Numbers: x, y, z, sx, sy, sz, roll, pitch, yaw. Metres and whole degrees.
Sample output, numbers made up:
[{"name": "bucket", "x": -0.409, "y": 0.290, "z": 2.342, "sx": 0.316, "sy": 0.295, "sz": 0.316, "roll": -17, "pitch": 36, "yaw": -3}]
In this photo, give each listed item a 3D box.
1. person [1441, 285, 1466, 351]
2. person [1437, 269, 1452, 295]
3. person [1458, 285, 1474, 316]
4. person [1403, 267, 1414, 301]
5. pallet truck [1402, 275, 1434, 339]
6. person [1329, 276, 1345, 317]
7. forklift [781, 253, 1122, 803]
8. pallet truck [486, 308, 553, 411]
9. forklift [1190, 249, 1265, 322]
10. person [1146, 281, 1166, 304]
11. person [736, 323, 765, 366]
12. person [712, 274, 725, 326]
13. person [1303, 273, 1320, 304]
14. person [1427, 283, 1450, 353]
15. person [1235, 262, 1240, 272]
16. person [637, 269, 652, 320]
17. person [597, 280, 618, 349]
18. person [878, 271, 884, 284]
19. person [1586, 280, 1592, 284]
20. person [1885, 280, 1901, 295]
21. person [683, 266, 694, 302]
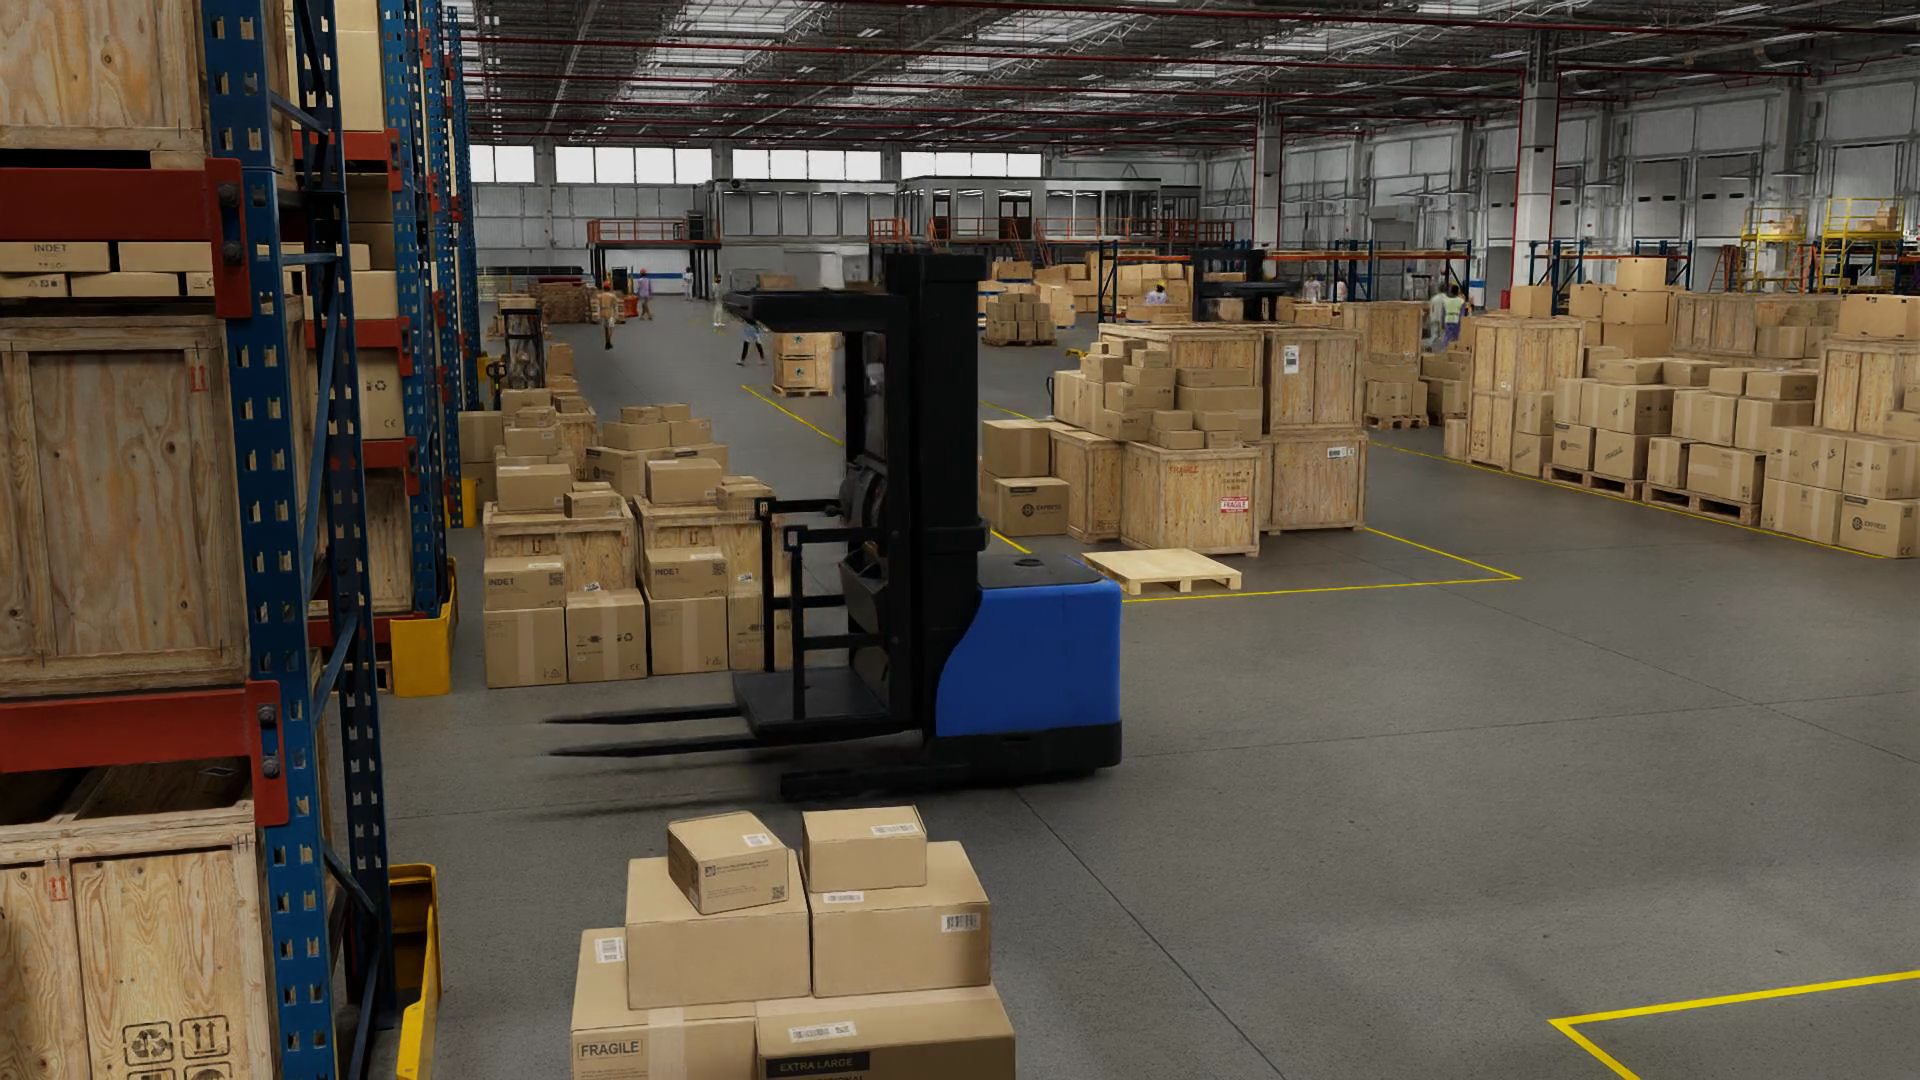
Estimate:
[{"name": "person", "x": 12.451, "y": -5.481, "z": 41.987, "sx": 0.595, "sy": 1.903, "sz": 0.453, "roll": 6, "pitch": 12, "yaw": 31}, {"name": "person", "x": 21.577, "y": -11.126, "z": 74.057, "sx": 0.595, "sy": 1.867, "sz": 0.993, "roll": -2, "pitch": 10, "yaw": -13}, {"name": "person", "x": 15.783, "y": -7.138, "z": 51.969, "sx": 0.545, "sy": 1.678, "sz": 0.402, "roll": 5, "pitch": 11, "yaw": 24}, {"name": "person", "x": 21.083, "y": -11.874, "z": 78.217, "sx": 0.600, "sy": 1.897, "sz": 1.019, "roll": -1, "pitch": 10, "yaw": -5}, {"name": "pallet truck", "x": 14.620, "y": -7.324, "z": 52.145, "sx": 0.823, "sy": 1.965, "sz": 1.885, "roll": 8, "pitch": 13, "yaw": 40}, {"name": "person", "x": 13.774, "y": -8.780, "z": 60.936, "sx": 0.618, "sy": 1.796, "sz": 0.963, "roll": -1, "pitch": 10, "yaw": -7}, {"name": "forklift", "x": -0.136, "y": -0.148, "z": 9.011, "sx": 1.873, "sy": 2.768, "sz": 1.129, "roll": -3, "pitch": 10, "yaw": -15}, {"name": "pallet truck", "x": -6.242, "y": -2.418, "z": 24.362, "sx": 0.823, "sy": 1.965, "sz": 1.885, "roll": 1, "pitch": 10, "yaw": 3}, {"name": "forklift", "x": 3.471, "y": -2.414, "z": 21.844, "sx": 1.129, "sy": 2.768, "sz": 1.873, "roll": -3, "pitch": 10, "yaw": -15}, {"name": "person", "x": 5.649, "y": -6.585, "z": 48.301, "sx": 0.703, "sy": 1.878, "sz": 0.492, "roll": -4, "pitch": 11, "yaw": -19}, {"name": "person", "x": -5.003, "y": -4.991, "z": 39.908, "sx": 0.549, "sy": 1.646, "sz": 0.865, "roll": 8, "pitch": 13, "yaw": 38}, {"name": "person", "x": -8.742, "y": -8.675, "z": 60.204, "sx": 0.328, "sy": 1.861, "sz": 0.501, "roll": 7, "pitch": 12, "yaw": 36}, {"name": "person", "x": 12.959, "y": -8.870, "z": 61.192, "sx": 0.670, "sy": 1.909, "sz": 0.823, "roll": 7, "pitch": 12, "yaw": 35}, {"name": "person", "x": 12.392, "y": -5.655, "z": 42.899, "sx": 0.499, "sy": 1.923, "sz": 0.638, "roll": -7, "pitch": 12, "yaw": -35}, {"name": "person", "x": 16.181, "y": -15.235, "z": 97.067, "sx": 0.619, "sy": 1.962, "sz": 0.618, "roll": 0, "pitch": 10, "yaw": 0}, {"name": "person", "x": -12.200, "y": -9.501, "z": 64.432, "sx": 0.853, "sy": 2.018, "sz": 0.620, "roll": 9, "pitch": 14, "yaw": 43}, {"name": "person", "x": -9.865, "y": -6.294, "z": 46.529, "sx": 0.560, "sy": 1.922, "sz": 0.723, "roll": 0, "pitch": 10, "yaw": 1}, {"name": "person", "x": -2.766, "y": -8.659, "z": 59.699, "sx": 0.370, "sy": 1.996, "sz": 0.622, "roll": 7, "pitch": 12, "yaw": 35}, {"name": "person", "x": 19.075, "y": -6.981, "z": 50.653, "sx": 0.507, "sy": 1.840, "sz": 0.344, "roll": -4, "pitch": 11, "yaw": -23}, {"name": "person", "x": 26.666, "y": -6.479, "z": 47.528, "sx": 0.542, "sy": 1.939, "sz": 0.362, "roll": -3, "pitch": 10, "yaw": -16}, {"name": "person", "x": -14.147, "y": -13.312, "z": 86.563, "sx": 0.575, "sy": 1.843, "sz": 0.999, "roll": -3, "pitch": 10, "yaw": -15}]
